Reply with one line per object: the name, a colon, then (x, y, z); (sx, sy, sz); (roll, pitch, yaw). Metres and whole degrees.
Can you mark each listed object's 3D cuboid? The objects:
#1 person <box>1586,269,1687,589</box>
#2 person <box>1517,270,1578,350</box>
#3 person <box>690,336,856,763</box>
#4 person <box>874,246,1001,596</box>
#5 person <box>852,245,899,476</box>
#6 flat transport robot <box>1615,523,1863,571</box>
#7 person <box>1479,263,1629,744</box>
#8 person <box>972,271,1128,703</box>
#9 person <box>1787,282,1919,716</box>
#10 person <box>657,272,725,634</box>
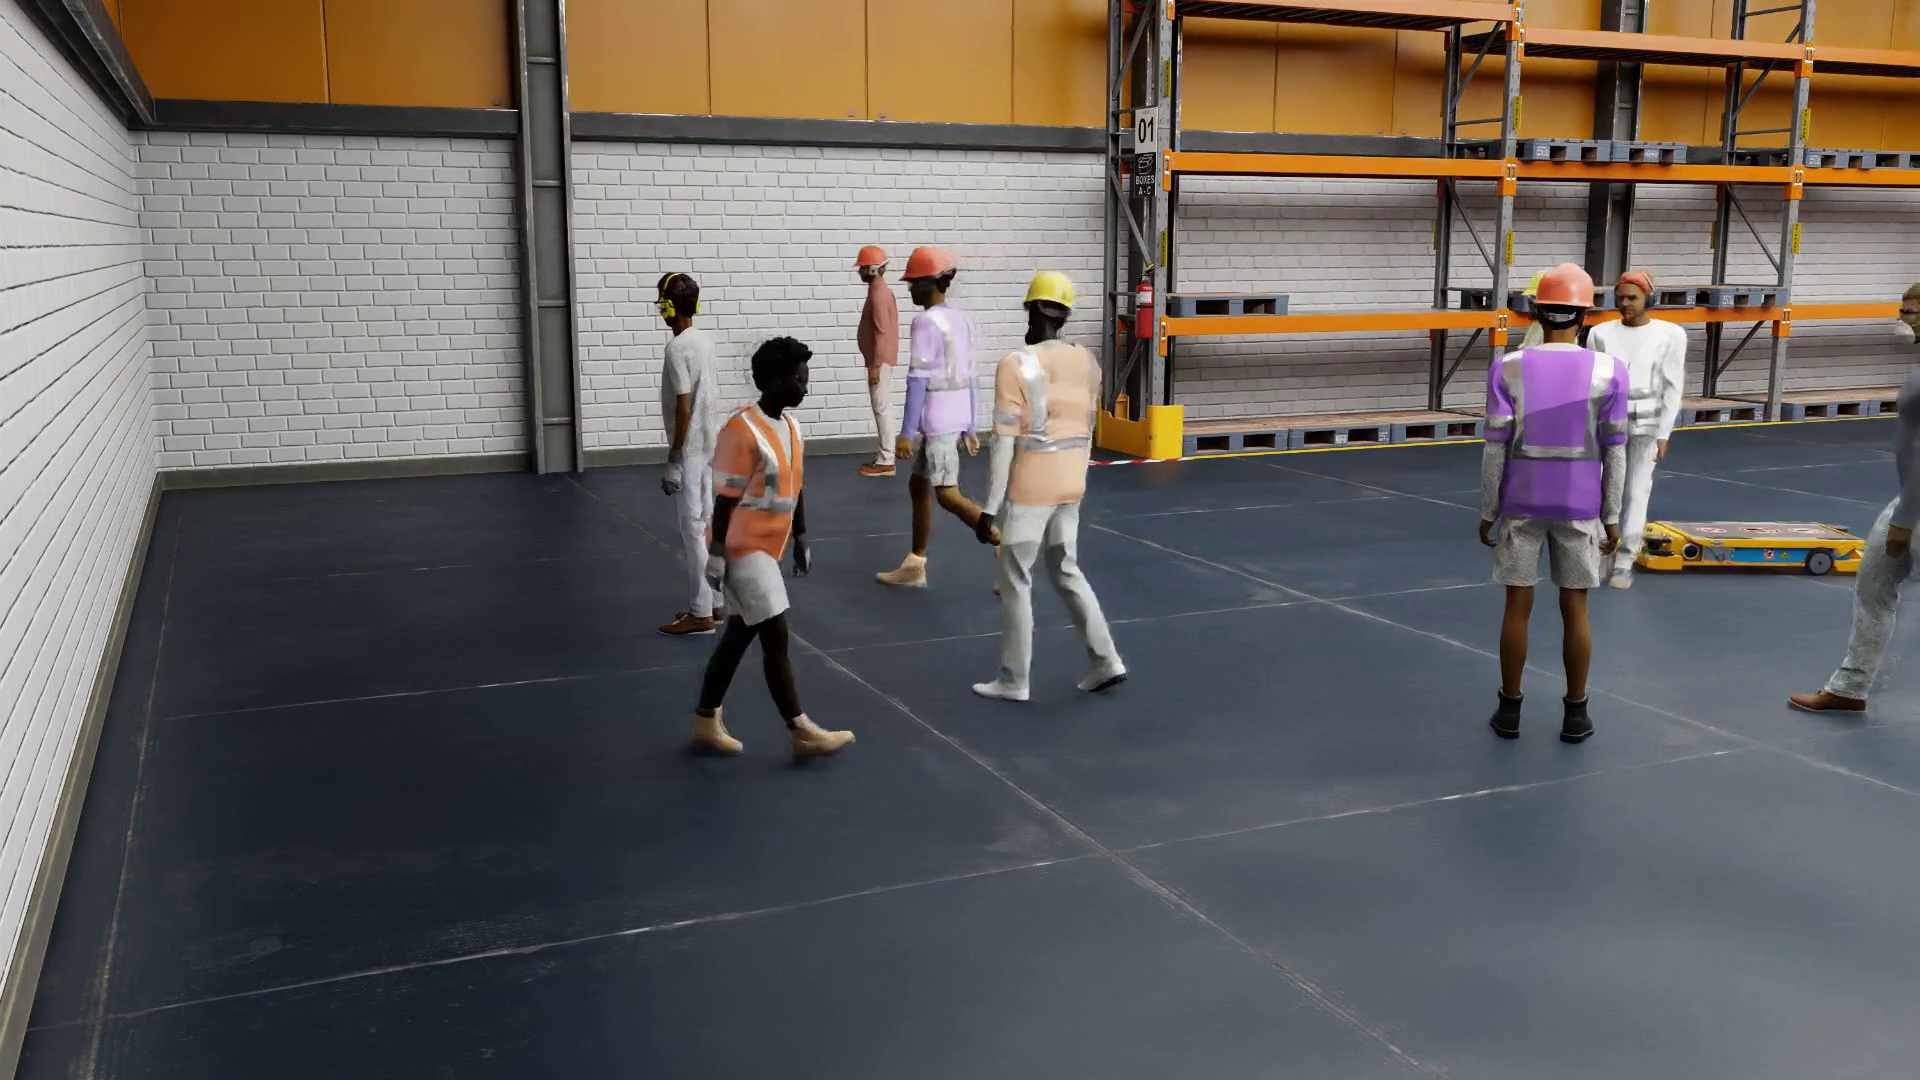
person: (3.876, -0.623, 9.652); (0.571, 1.859, 0.462); (6, 12, 32)
person: (4.056, -0.961, 11.613); (0.426, 1.821, 0.617); (0, 10, -1)
person: (-0.734, 0.042, 6.464); (0.771, 1.652, 0.550); (3, 11, 15)
person: (-0.026, -0.675, 9.534); (0.940, 2.010, 0.604); (3, 11, 15)
person: (-0.731, -1.551, 14.435); (0.402, 1.990, 0.622); (0, 10, 0)
flat transport robot: (4.916, 0.033, 10.407); (1.431, 0.197, 0.652); (0, 10, 3)
person: (2.396, -0.145, 6.757); (0.552, 1.935, 0.374); (3, 11, 18)
person: (0.392, -0.211, 7.278); (0.644, 1.889, 0.572); (-10, 14, -44)
person: (4.076, -0.129, 6.813); (1.000, 1.899, 0.639); (5, 11, 25)
person: (-1.409, -0.436, 8.586); (0.334, 1.865, 0.517); (2, 10, 11)
